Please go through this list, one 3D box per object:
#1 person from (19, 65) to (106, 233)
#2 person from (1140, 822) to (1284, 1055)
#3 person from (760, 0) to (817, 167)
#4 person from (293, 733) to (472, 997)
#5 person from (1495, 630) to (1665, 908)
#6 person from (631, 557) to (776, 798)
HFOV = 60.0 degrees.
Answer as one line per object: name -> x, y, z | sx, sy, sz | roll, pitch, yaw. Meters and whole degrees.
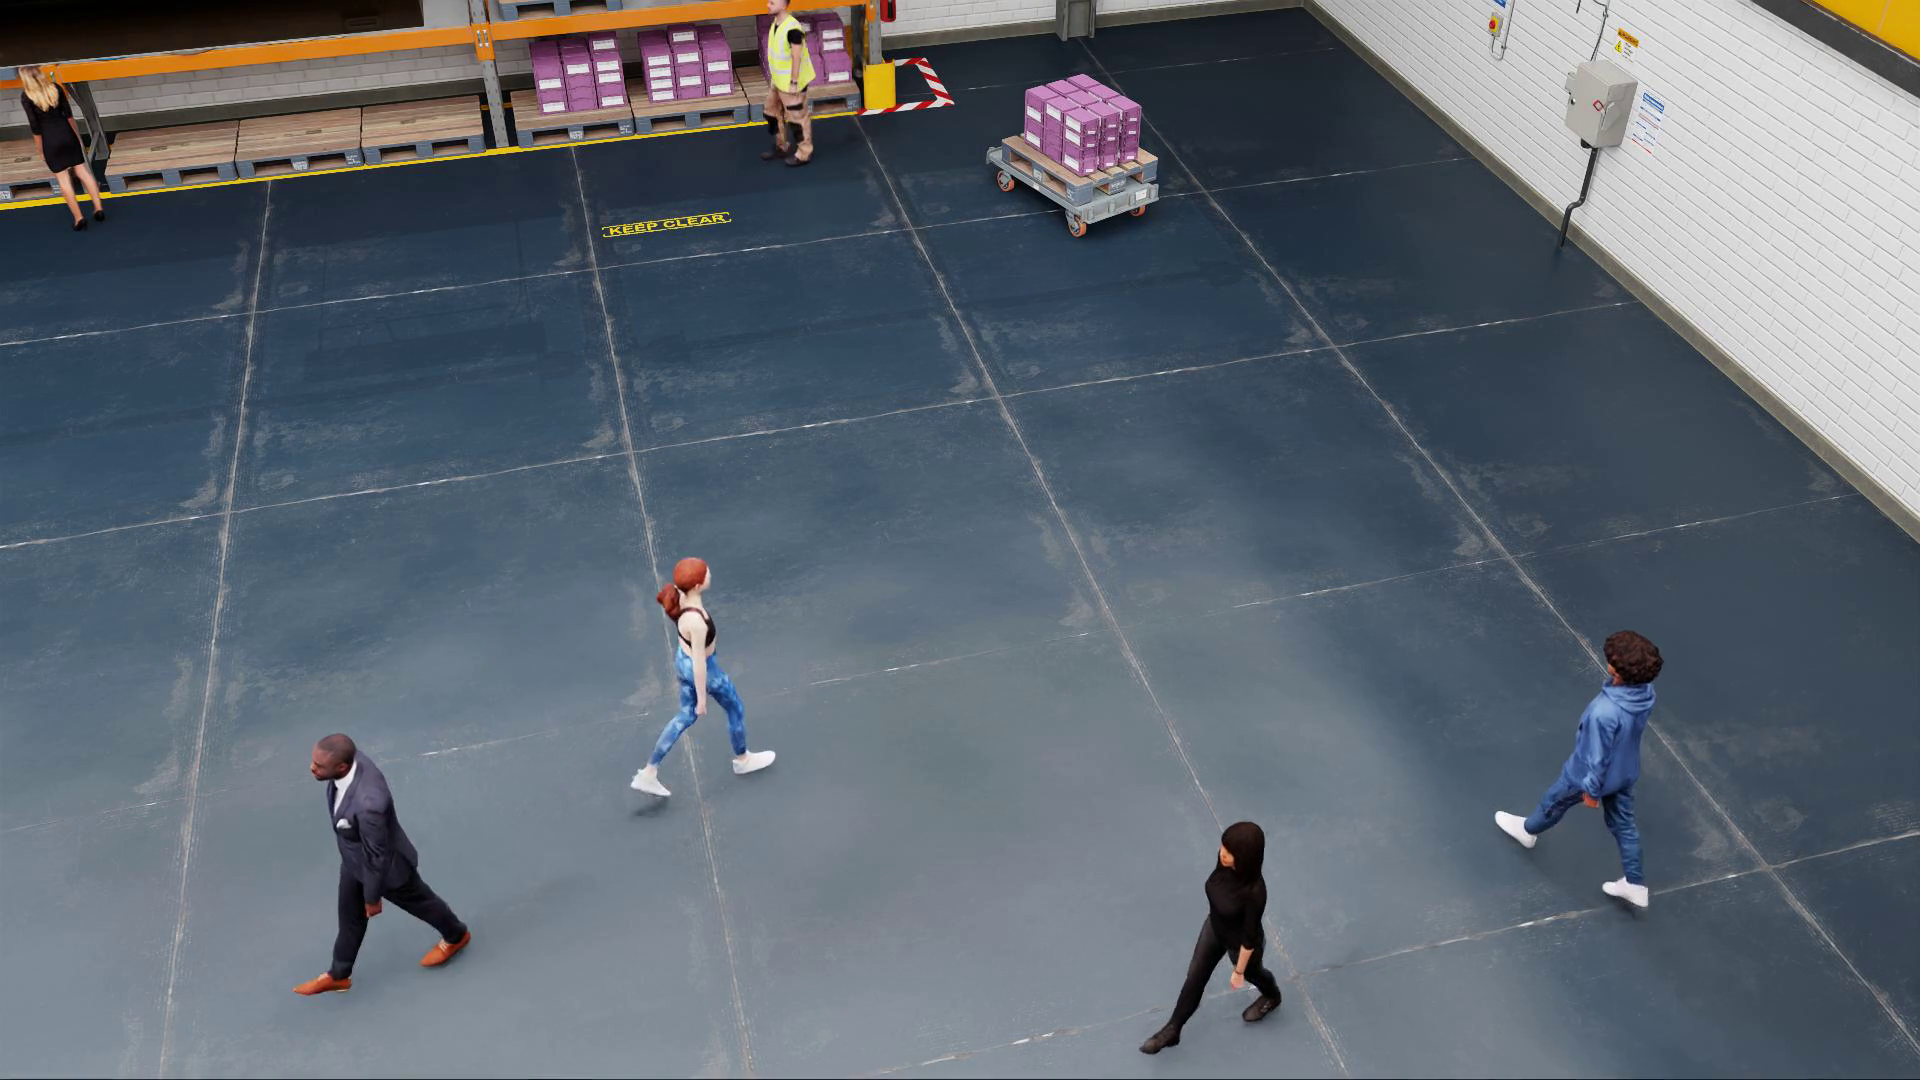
person -> -8.370, -3.675, 15.453 | 0.679, 1.675, 0.597 | 24, 45, 27
person -> 1.455, 1.988, 8.419 | 1.140, 1.604, 0.755 | -17, 42, -21
person -> -1.632, -4.592, 16.477 | 0.885, 1.830, 0.817 | -20, 43, -23
person -> -2.958, 1.659, 8.692 | 1.269, 1.777, 0.990 | -25, 45, -28
person -> 3.622, 1.299, 9.147 | 1.236, 1.771, 1.018 | -23, 44, -26
person -> -1.613, 0.838, 9.741 | 1.187, 1.751, 0.799 | -22, 44, -26
